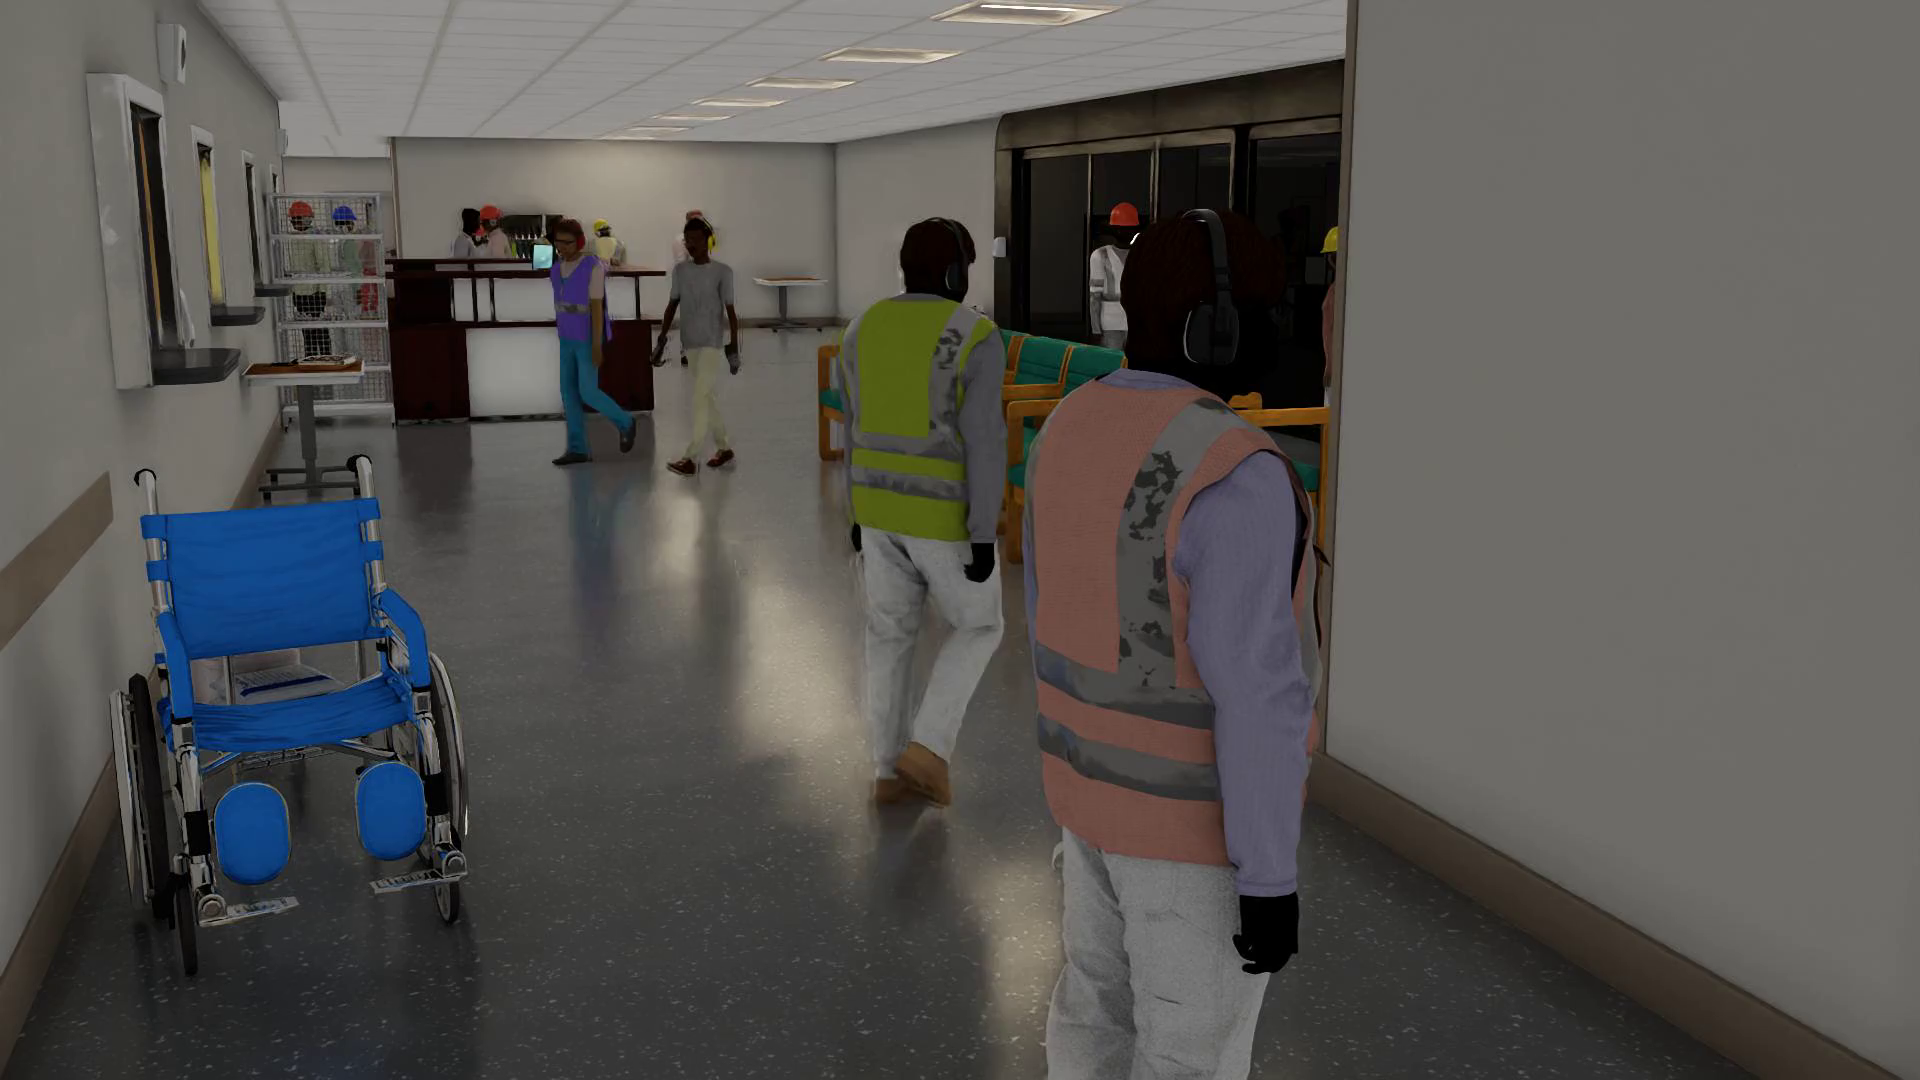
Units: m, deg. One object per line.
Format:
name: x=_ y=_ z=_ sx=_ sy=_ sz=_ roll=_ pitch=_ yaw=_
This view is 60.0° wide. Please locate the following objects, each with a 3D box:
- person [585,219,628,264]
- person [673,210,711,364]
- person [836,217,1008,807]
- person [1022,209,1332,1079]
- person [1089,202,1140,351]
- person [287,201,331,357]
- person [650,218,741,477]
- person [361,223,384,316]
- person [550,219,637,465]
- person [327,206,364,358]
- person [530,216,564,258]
person: x=-5.143 y=-3.776 z=24.279 sx=0.661 sy=1.790 sz=0.514 roll=-3 pitch=11 yaw=-14
person: x=-3.286 y=-3.152 z=20.762 sx=0.402 sy=1.906 sz=0.652 roll=6 pitch=12 yaw=27
person: x=-0.109 y=-0.062 z=5.111 sx=0.645 sy=1.828 sz=0.446 roll=7 pitch=13 yaw=34
person: x=0.340 y=0.423 z=2.590 sx=0.429 sy=1.841 sz=0.634 roll=-5 pitch=12 yaw=-24
person: x=1.306 y=-1.723 z=13.353 sx=0.545 sy=1.938 sz=0.362 roll=-4 pitch=12 yaw=-20
person: x=-7.449 y=-2.853 z=19.000 sx=0.626 sy=1.992 sz=0.387 roll=8 pitch=14 yaw=36
person: x=-1.878 y=-1.378 z=11.909 sx=0.517 sy=1.813 sz=0.960 roll=6 pitch=12 yaw=27
person: x=-10.529 y=-4.806 z=29.732 sx=0.327 sy=1.722 sz=0.653 roll=3 pitch=11 yaw=14
person: x=-2.778 y=-1.475 z=12.393 sx=0.578 sy=1.814 sz=0.608 roll=9 pitch=14 yaw=39
person: x=-7.373 y=-3.030 z=20.021 sx=0.603 sy=1.951 sz=0.380 roll=11 pitch=15 yaw=43
person: x=-4.985 y=-3.075 z=20.574 sx=0.429 sy=1.836 sz=0.633 roll=10 pitch=15 yaw=41
